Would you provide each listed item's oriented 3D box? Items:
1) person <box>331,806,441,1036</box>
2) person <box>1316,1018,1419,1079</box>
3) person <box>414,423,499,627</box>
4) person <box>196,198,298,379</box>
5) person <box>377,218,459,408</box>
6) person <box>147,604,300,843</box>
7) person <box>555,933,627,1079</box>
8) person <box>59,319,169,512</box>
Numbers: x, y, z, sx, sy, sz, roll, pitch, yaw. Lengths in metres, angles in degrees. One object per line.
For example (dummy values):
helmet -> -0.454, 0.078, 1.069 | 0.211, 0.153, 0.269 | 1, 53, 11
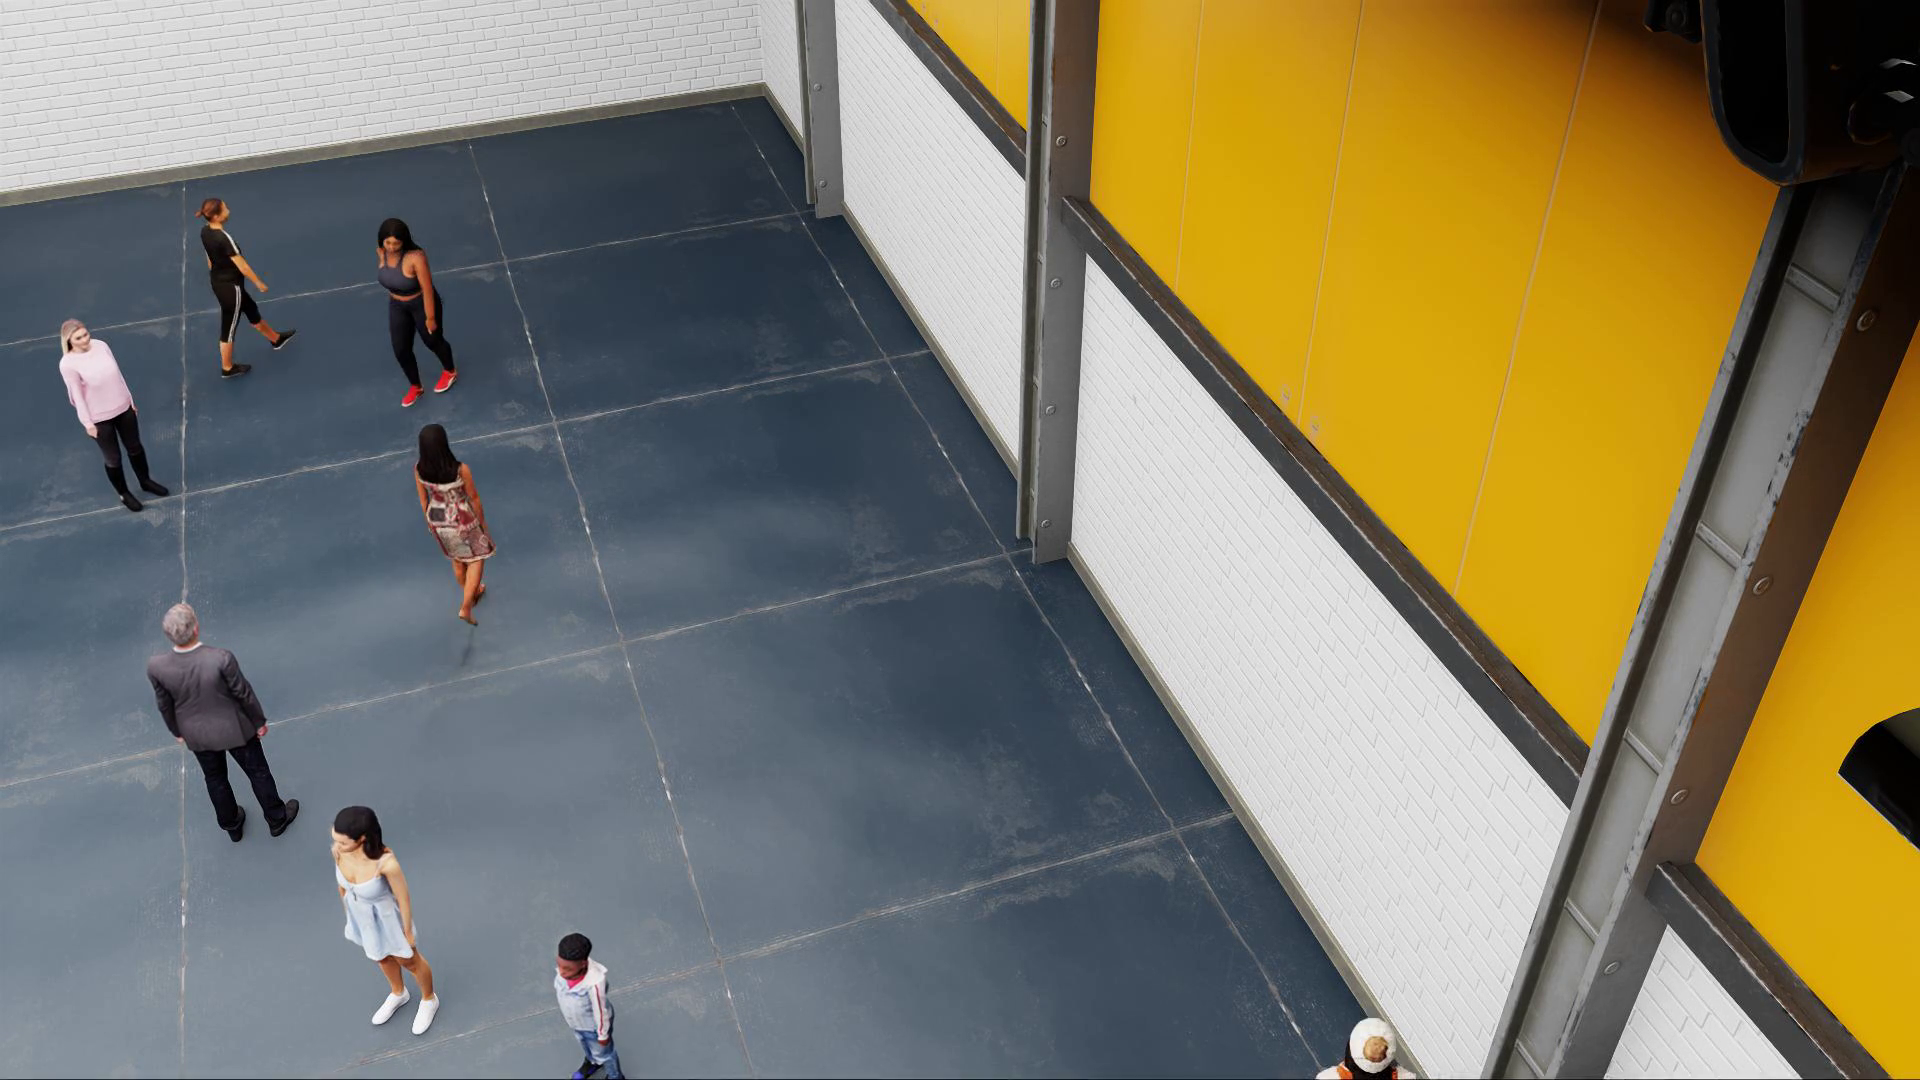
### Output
person -> -3.154, 2.051, 9.088 | 0.671, 1.731, 0.713 | 13, 40, 15
person -> 1.856, 2.938, 7.859 | 0.811, 1.877, 0.828 | 5, 39, 6
person -> -3.618, -0.075, 11.828 | 0.838, 1.633, 0.984 | 3, 39, 4
person -> -6.416, -2.148, 14.422 | 0.904, 1.636, 1.037 | -31, 48, -33
person -> -4.603, -2.007, 14.138 | 0.937, 1.769, 1.017 | 16, 41, 20
person -> -4.537, 1.121, 10.165 | 0.773, 1.839, 0.660 | -5, 39, -6
person -> -1.981, 2.518, 8.881 | 0.536, 1.259, 0.617 | 29, 47, 31
person -> -6.645, -1.001, 12.946 | 0.735, 1.684, 0.684 | 19, 42, 22
